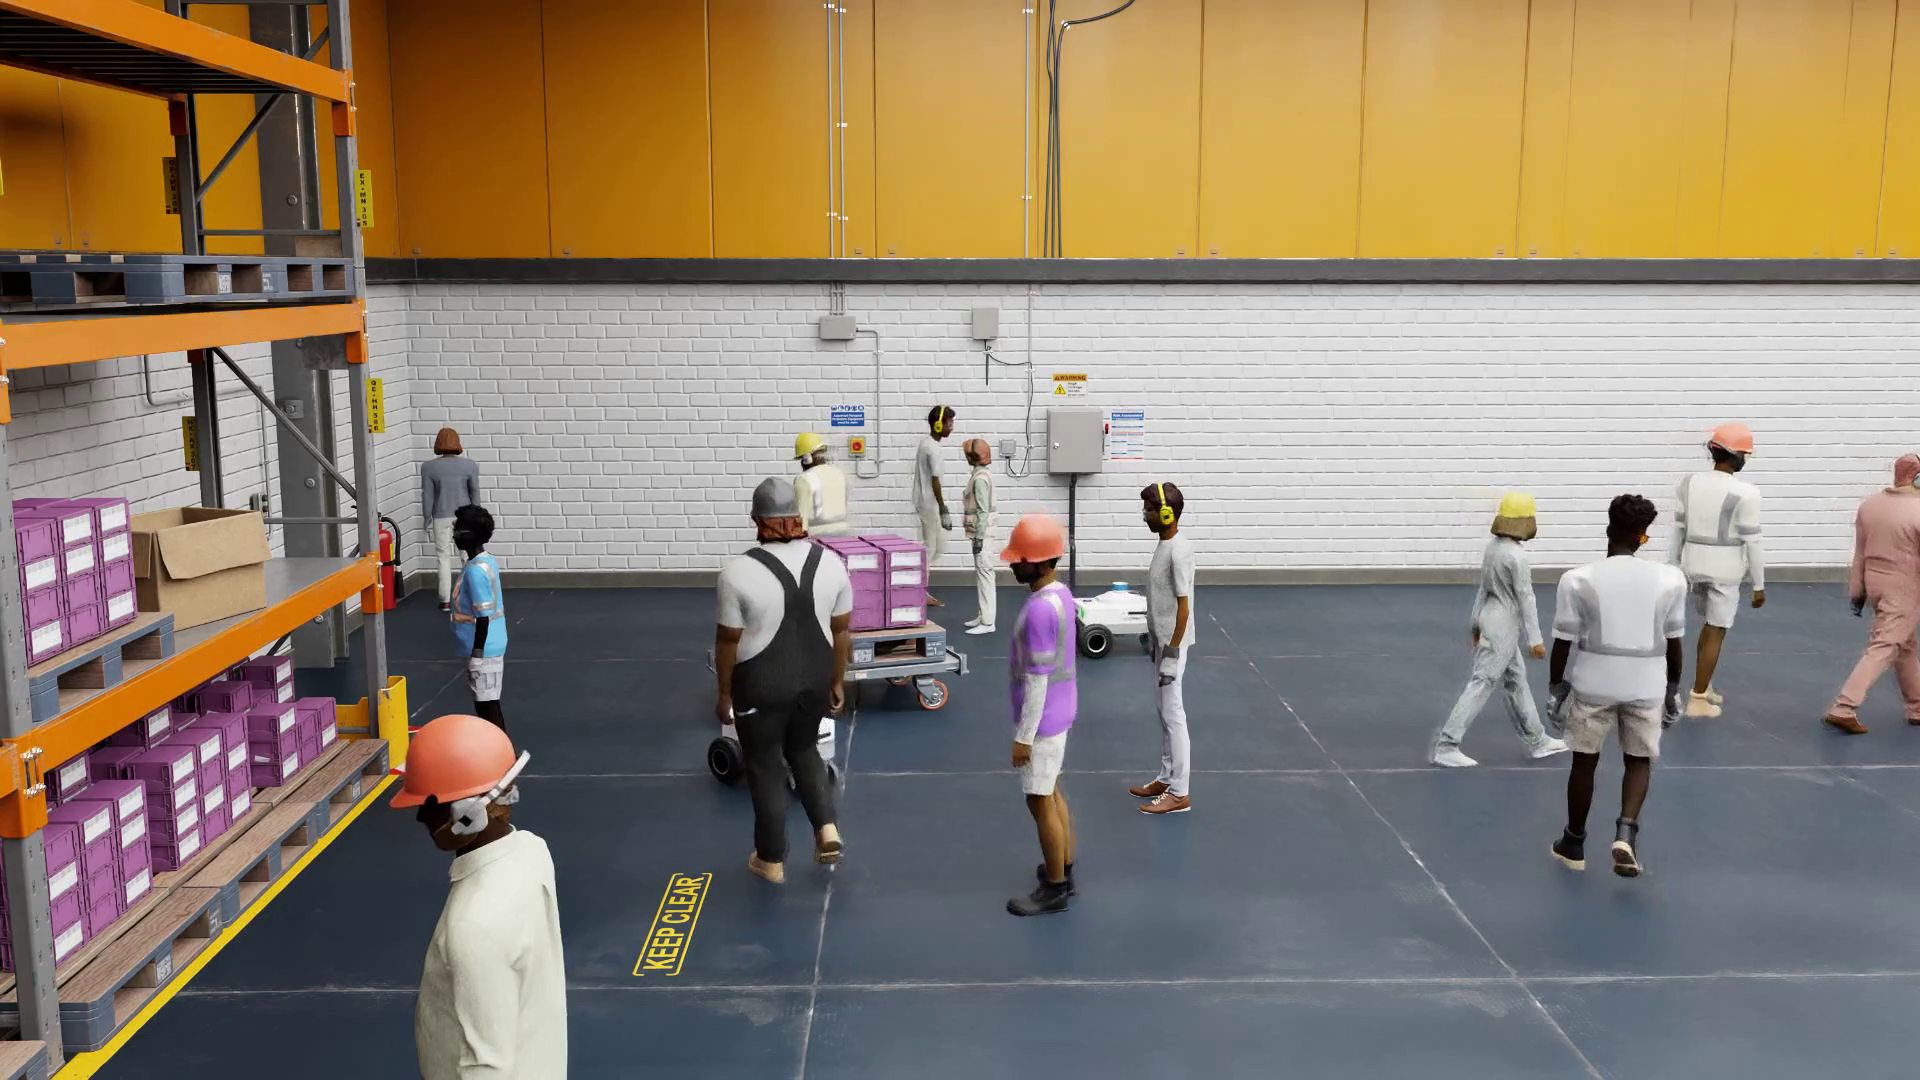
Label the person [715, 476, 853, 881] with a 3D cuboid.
[{"bbox_3d":[-0.917,0.678,8.266,0.687,2.000,0.536,-6,11,-33],"label":"person"}]

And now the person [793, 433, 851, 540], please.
[{"bbox_3d":[-1.122,0.044,13.056,0.967,1.744,0.659,8,12,42],"label":"person"}]

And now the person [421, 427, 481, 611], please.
[{"bbox_3d":[-4.522,-0.185,14.809,0.507,1.630,0.268,-4,10,-23],"label":"person"}]

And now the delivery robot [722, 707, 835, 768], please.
[{"bbox_3d":[-1.068,1.125,9.783,0.707,0.478,0.477,8,12,40],"label":"delivery robot"}]

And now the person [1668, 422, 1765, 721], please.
[{"bbox_3d":[5.144,0.212,11.193,0.662,2.014,0.639,-5,10,-27],"label":"person"}]

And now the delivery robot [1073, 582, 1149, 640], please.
[{"bbox_3d":[1.258,0.576,13.147,0.707,0.478,0.477,-1,9,-8],"label":"delivery robot"}]

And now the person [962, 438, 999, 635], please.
[{"bbox_3d":[0.170,-0.030,13.846,0.315,1.636,0.515,0,9,2],"label":"person"}]

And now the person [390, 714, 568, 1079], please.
[{"bbox_3d":[-1.147,1.389,4.067,0.387,1.989,0.608,-1,9,-5],"label":"person"}]

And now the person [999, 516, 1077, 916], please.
[{"bbox_3d":[0.381,0.821,7.838,0.351,1.916,0.693,2,9,11],"label":"person"}]

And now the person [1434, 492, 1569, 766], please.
[{"bbox_3d":[3.331,0.549,10.116,0.923,1.690,0.503,0,9,-2],"label":"person"}]

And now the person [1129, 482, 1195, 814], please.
[{"bbox_3d":[1.144,0.599,9.295,0.328,1.865,0.521,0,9,-1],"label":"person"}]

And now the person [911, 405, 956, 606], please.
[{"bbox_3d":[-0.241,-0.287,14.826,0.416,1.837,0.560,0,9,-2],"label":"person"}]

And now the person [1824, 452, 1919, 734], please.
[{"bbox_3d":[6.121,0.354,10.839,1.005,1.861,0.662,-1,9,-9],"label":"person"}]

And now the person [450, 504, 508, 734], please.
[{"bbox_3d":[-2.771,0.634,9.587,0.315,1.697,0.541,-2,10,-13],"label":"person"}]

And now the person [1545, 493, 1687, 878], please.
[{"bbox_3d":[3.232,0.735,8.204,0.659,1.943,0.635,2,9,12],"label":"person"}]
